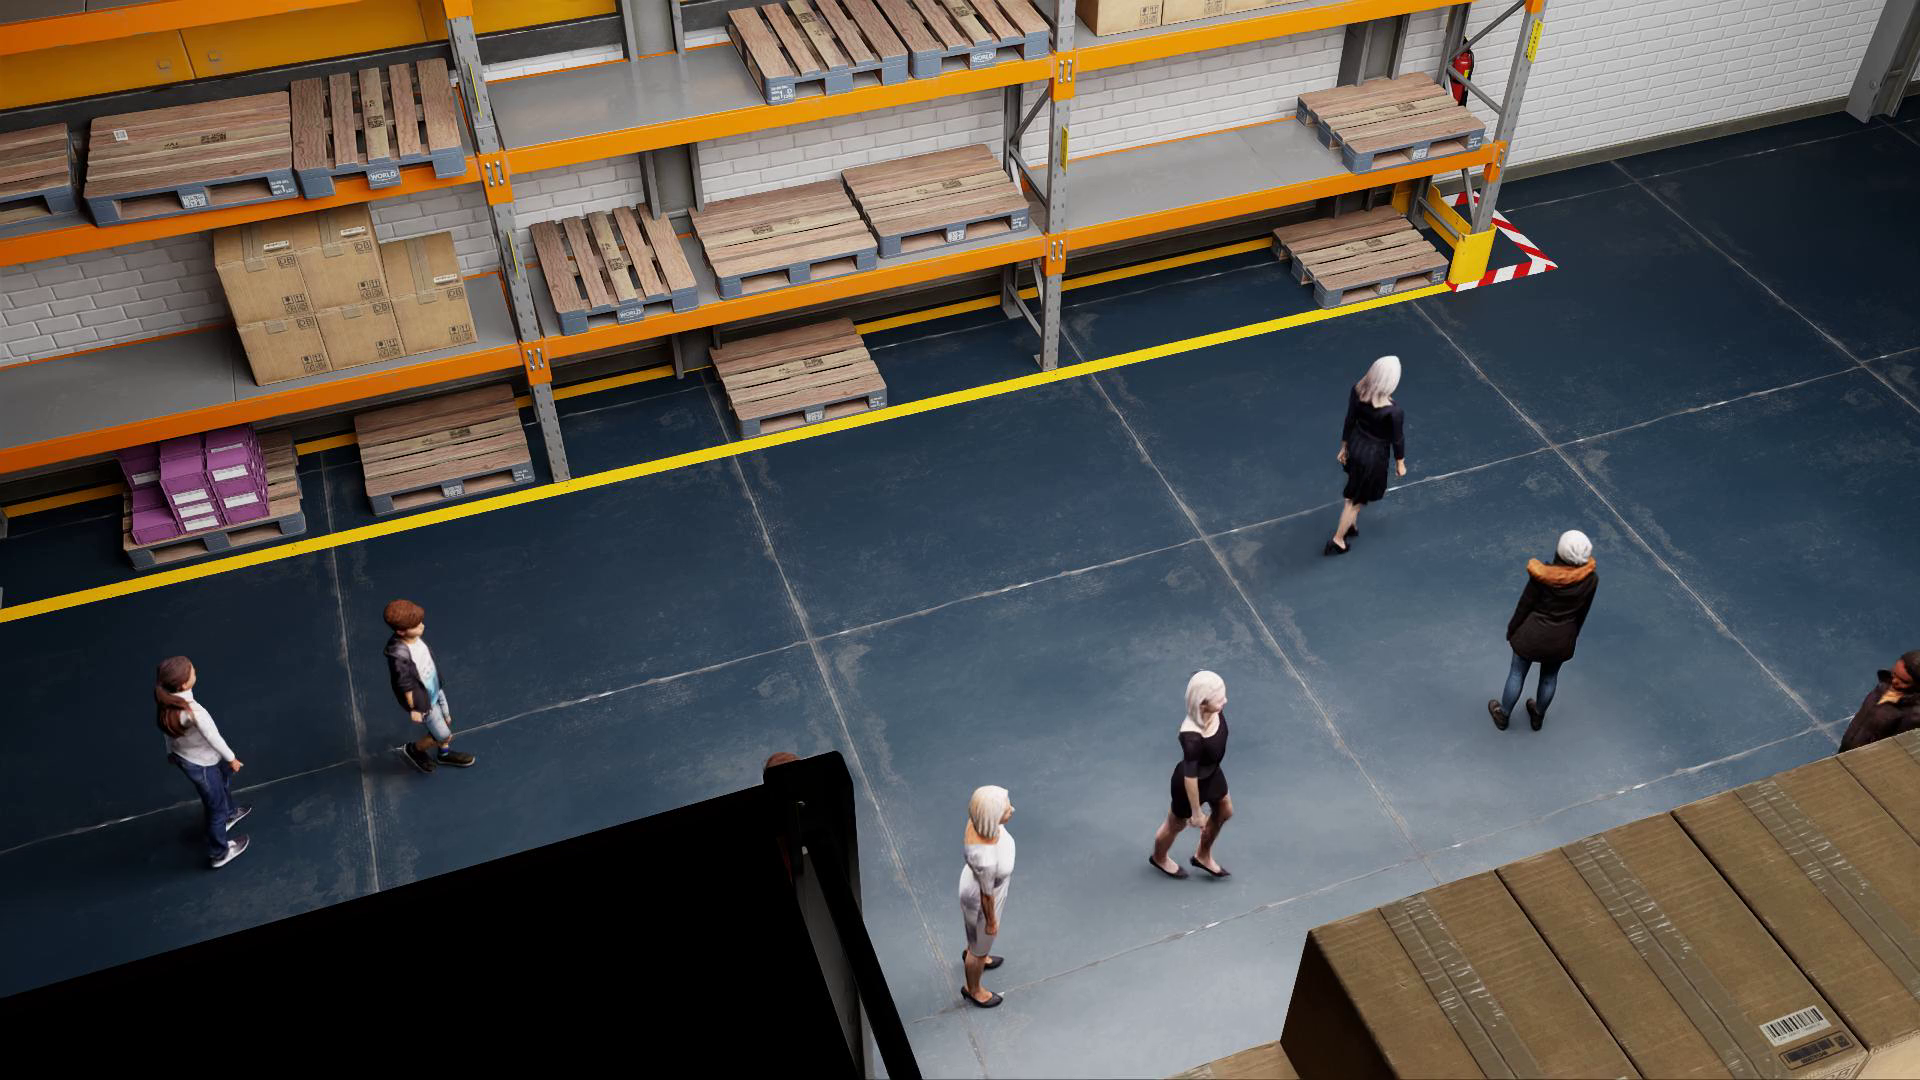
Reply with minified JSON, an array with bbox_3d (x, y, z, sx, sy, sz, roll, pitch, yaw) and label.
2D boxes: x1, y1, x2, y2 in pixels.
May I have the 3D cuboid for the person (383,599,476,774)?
[{"bbox_3d":[-3.332,0.919,10.146,0.728,1.439,0.664,2,44,3],"label":"person"}]

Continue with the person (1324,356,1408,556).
[{"bbox_3d":[2.748,-0.518,11.441,0.748,1.733,0.681,-23,48,-22],"label":"person"}]

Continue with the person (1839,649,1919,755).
[{"bbox_3d":[5.138,1.229,9.662,0.928,1.658,0.770,-2,44,-2],"label":"person"}]

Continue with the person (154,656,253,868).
[{"bbox_3d":[-4.466,1.308,9.675,0.735,1.526,0.800,23,48,22],"label":"person"}]

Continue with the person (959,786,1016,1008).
[{"bbox_3d":[0.124,1.893,8.901,0.624,1.747,0.631,1,44,1],"label":"person"}]

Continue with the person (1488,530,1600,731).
[{"bbox_3d":[3.652,0.578,10.364,0.645,1.633,0.759,1,44,2],"label":"person"}]

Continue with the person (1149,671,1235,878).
[{"bbox_3d":[1.240,1.351,9.421,0.877,1.813,0.816,16,46,16],"label":"person"}]
